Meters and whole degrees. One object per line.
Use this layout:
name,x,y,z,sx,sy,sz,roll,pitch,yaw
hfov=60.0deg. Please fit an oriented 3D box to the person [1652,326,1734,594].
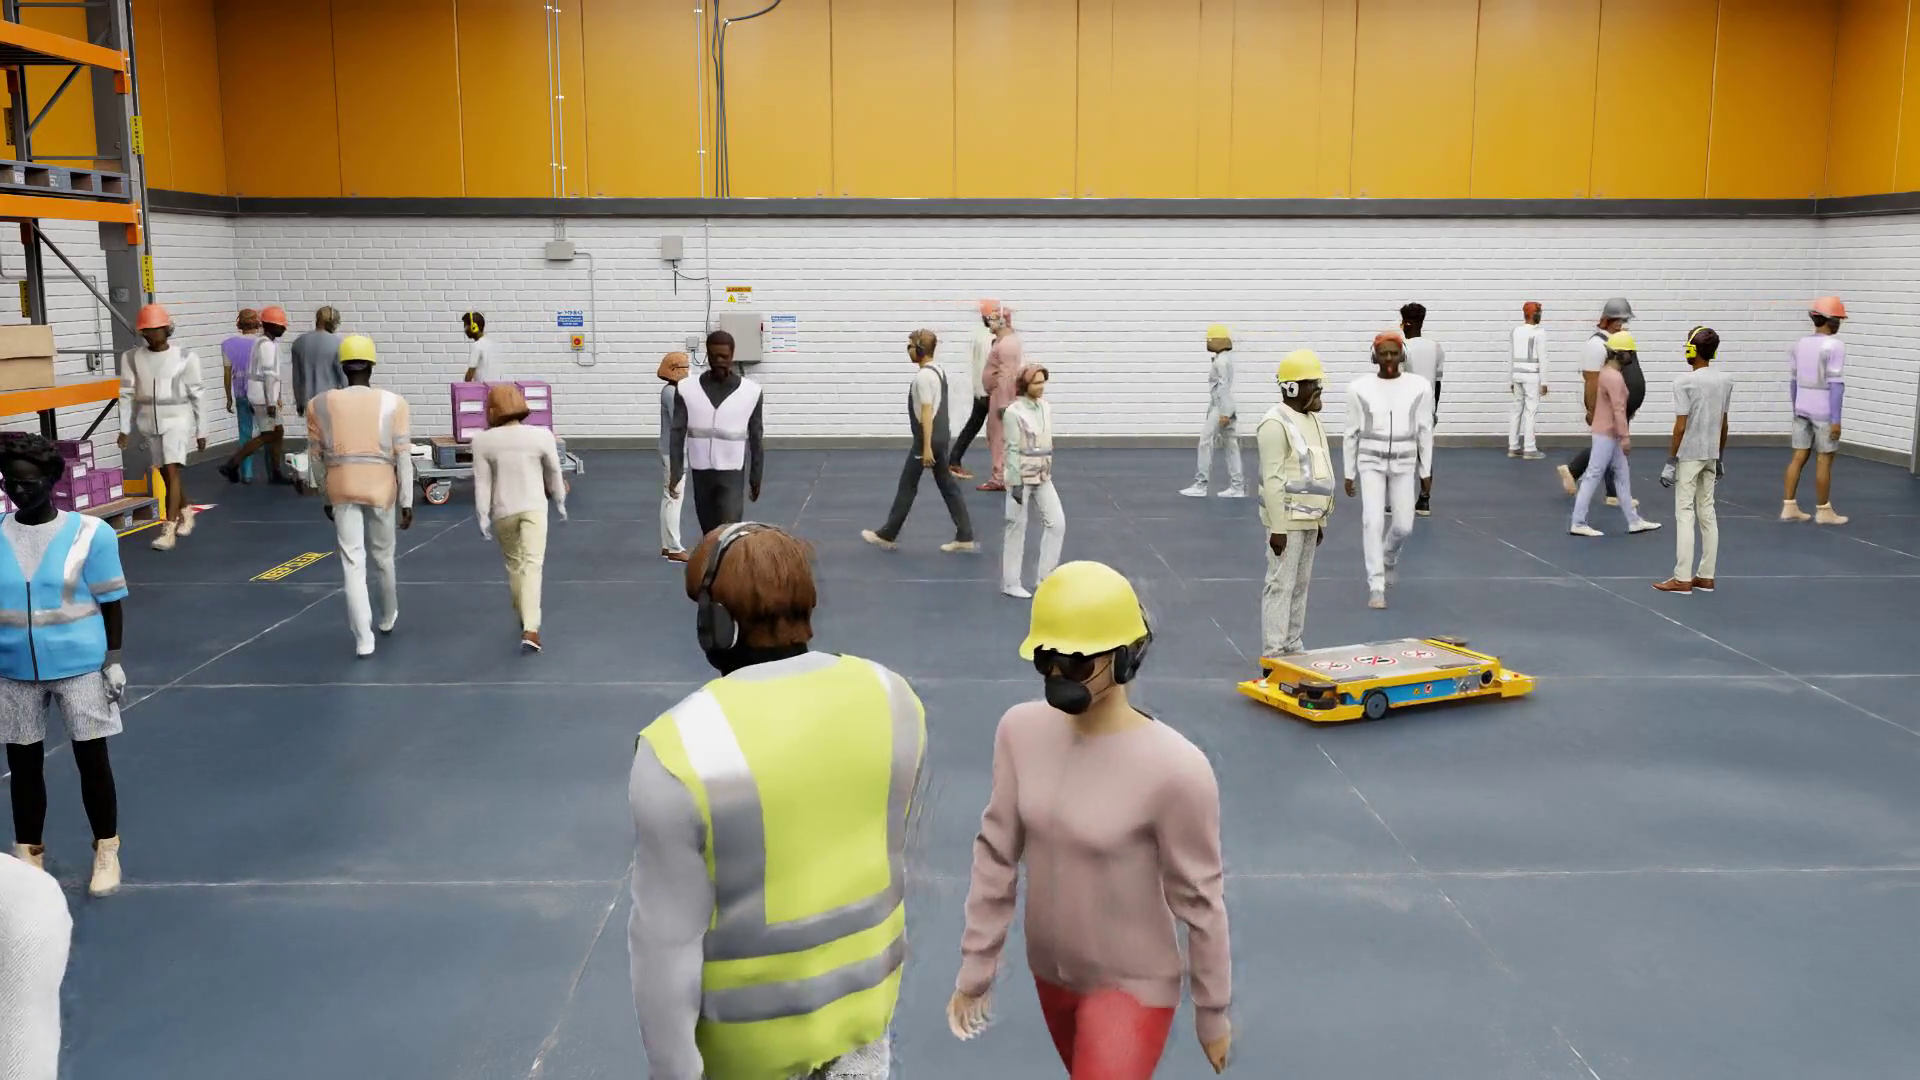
person,5.133,-0.553,11.635,0.508,1.870,0.329,-4,10,-22

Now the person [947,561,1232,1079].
person,0.285,0.877,3.336,0.885,1.716,0.507,-8,12,-42

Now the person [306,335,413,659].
person,-3.565,-0.276,9.939,0.581,1.863,0.960,-3,10,-17

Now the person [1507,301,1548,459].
person,6.795,-1.909,19.895,0.340,1.882,0.581,-4,10,-26

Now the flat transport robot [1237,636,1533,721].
flat transport robot,2.238,0.714,8.747,1.431,0.197,0.652,-4,10,-25

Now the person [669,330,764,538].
person,-1.607,-0.468,11.113,0.604,1.876,0.996,0,9,1

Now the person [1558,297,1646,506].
person,6.216,-1.365,16.080,0.846,2.000,0.688,9,13,43

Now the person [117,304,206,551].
person,-6.565,-0.953,13.747,0.610,1.993,1.073,-1,9,-4

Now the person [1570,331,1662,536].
person,5.580,-0.876,13.985,0.827,1.730,0.553,2,10,14

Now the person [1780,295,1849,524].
person,7.641,-1.149,14.779,0.426,2.042,0.606,-2,10,-14

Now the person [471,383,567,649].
person,-2.668,-0.154,10.057,0.520,1.586,0.895,-1,9,-7

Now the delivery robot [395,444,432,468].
delivery robot,-5.825,-0.856,17.217,0.477,0.478,0.707,9,13,43

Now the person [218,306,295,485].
person,-7.289,-1.476,17.220,0.762,1.898,0.554,-4,10,-21

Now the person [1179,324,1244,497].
person,2.501,-1.277,16.507,0.747,1.712,0.507,2,10,14

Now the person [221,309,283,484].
person,-7.453,-1.509,17.549,0.566,1.849,0.387,-3,10,-18

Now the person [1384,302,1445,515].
person,4.140,-1.193,15.253,0.602,1.966,0.368,-4,10,-23

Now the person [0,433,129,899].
person,-3.260,0.459,5.949,0.540,1.696,0.317,-2,9,-11

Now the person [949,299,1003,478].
person,0.291,-1.613,17.913,1.016,1.947,0.633,-1,9,-4

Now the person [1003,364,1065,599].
person,0.529,-0.386,11.359,0.568,1.619,0.538,8,12,40

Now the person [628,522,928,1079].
person,-0.406,0.856,3.146,0.645,1.815,0.723,-7,12,-37

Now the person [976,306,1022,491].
person,0.455,-1.436,16.950,0.513,1.895,0.663,1,9,5

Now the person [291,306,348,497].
person,-6.287,-1.362,16.498,0.674,1.909,0.482,3,10,16

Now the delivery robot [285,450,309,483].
delivery robot,-6.413,-0.785,16.782,0.707,0.478,0.477,-7,11,-36

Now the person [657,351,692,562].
person,-2.199,-0.646,12.918,0.281,1.634,0.498,-3,10,-17

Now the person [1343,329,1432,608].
person,2.875,-0.487,11.242,0.591,1.861,0.597,1,9,8

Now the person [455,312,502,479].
person,-5.098,-1.517,17.723,0.990,1.803,0.577,0,9,3

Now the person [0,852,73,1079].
person,-1.345,1.017,2.101,0.483,1.836,0.662,0,9,3

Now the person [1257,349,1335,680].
person,1.837,-0.121,9.080,0.404,1.837,0.590,6,11,32

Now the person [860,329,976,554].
person,-0.299,-0.779,13.251,0.982,1.790,0.534,3,10,19
